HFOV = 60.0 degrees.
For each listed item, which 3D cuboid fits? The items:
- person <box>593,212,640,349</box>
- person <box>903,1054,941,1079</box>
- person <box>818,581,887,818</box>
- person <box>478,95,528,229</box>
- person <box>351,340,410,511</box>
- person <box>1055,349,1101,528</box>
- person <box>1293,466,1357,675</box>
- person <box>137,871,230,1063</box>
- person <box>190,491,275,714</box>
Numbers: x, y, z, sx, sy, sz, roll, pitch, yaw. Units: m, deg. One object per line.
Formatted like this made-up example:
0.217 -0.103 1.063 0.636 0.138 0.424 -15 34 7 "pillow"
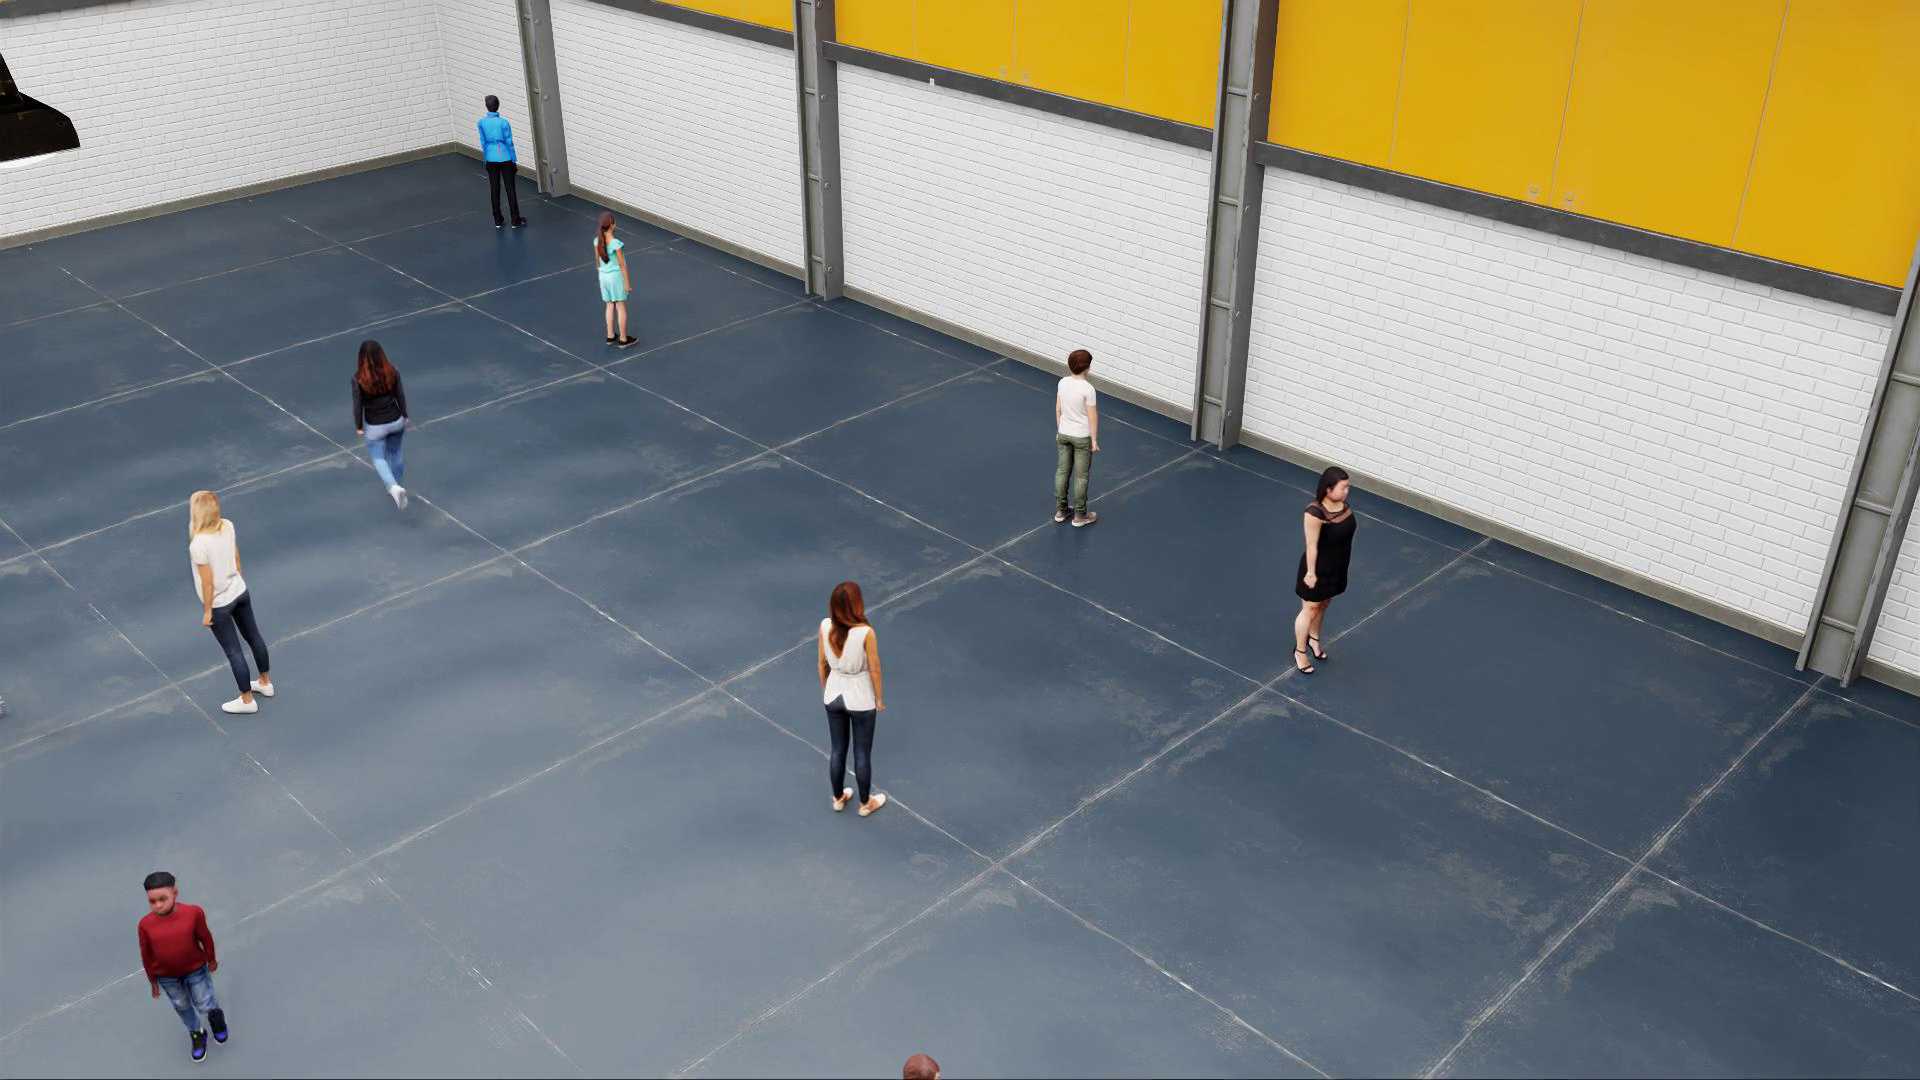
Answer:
-3.909 -2.922 18.671 0.577 1.556 0.695 15 32 26 "person"
-0.192 2.989 8.301 0.491 1.110 0.464 19 34 31 "person"
-0.740 1.068 11.118 0.595 1.785 0.736 11 31 20 "person"
-6.213 -5.104 22.423 0.675 1.794 0.756 3 29 6 "person"
-5.223 -1.027 15.136 0.711 1.614 0.975 -20 34 -32 "person"
1.034 -0.926 14.912 0.505 1.653 0.669 20 34 32 "person"
2.771 0.214 12.760 0.620 1.712 0.665 21 35 34 "person"
-4.367 2.349 9.330 0.592 1.247 0.630 -9 30 -15 "person"
-5.382 0.444 12.237 0.673 1.809 0.674 7 29 13 "person"
